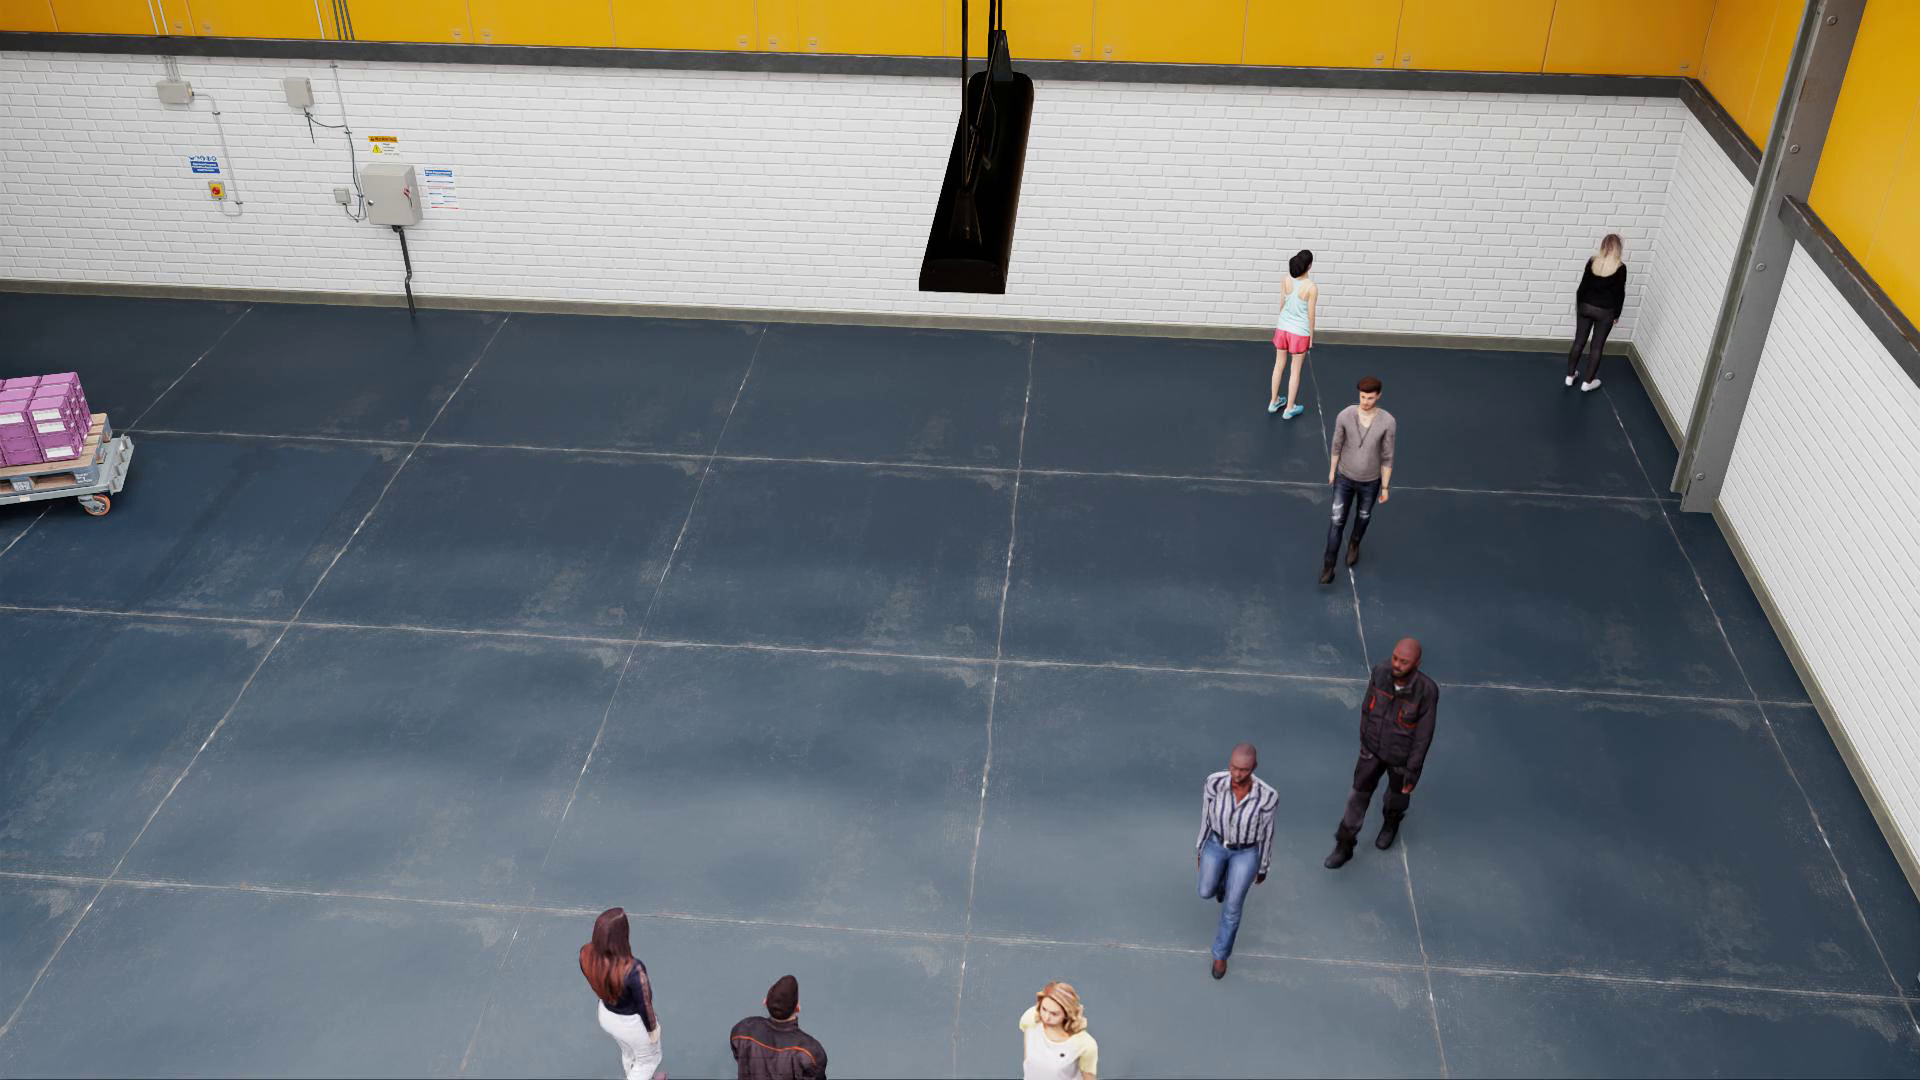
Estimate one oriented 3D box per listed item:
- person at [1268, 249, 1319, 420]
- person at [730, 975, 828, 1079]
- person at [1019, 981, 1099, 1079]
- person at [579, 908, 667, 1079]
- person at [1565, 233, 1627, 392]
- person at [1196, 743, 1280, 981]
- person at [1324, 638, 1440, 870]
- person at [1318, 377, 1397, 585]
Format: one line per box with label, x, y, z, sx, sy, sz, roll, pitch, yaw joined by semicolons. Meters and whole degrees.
person;3.312;-2.058;16.514;0.665;1.764;0.710;25;41;33
person;-0.962;3.078;8.743;0.871;1.813;1.229;9;35;13
person;0.567;2.972;9.036;0.949;1.666;1.218;17;37;24
person;-1.924;2.753;9.430;0.804;1.594;0.933;19;38;26
person;6.498;-2.331;16.998;0.719;1.684;0.699;-28;43;-36
person;1.731;1.935;10.491;0.775;1.781;0.975;11;35;16
person;2.999;1.365;11.332;1.012;1.801;1.182;20;39;27
person;3.426;-0.577;14.192;0.841;1.868;1.191;9;35;14
